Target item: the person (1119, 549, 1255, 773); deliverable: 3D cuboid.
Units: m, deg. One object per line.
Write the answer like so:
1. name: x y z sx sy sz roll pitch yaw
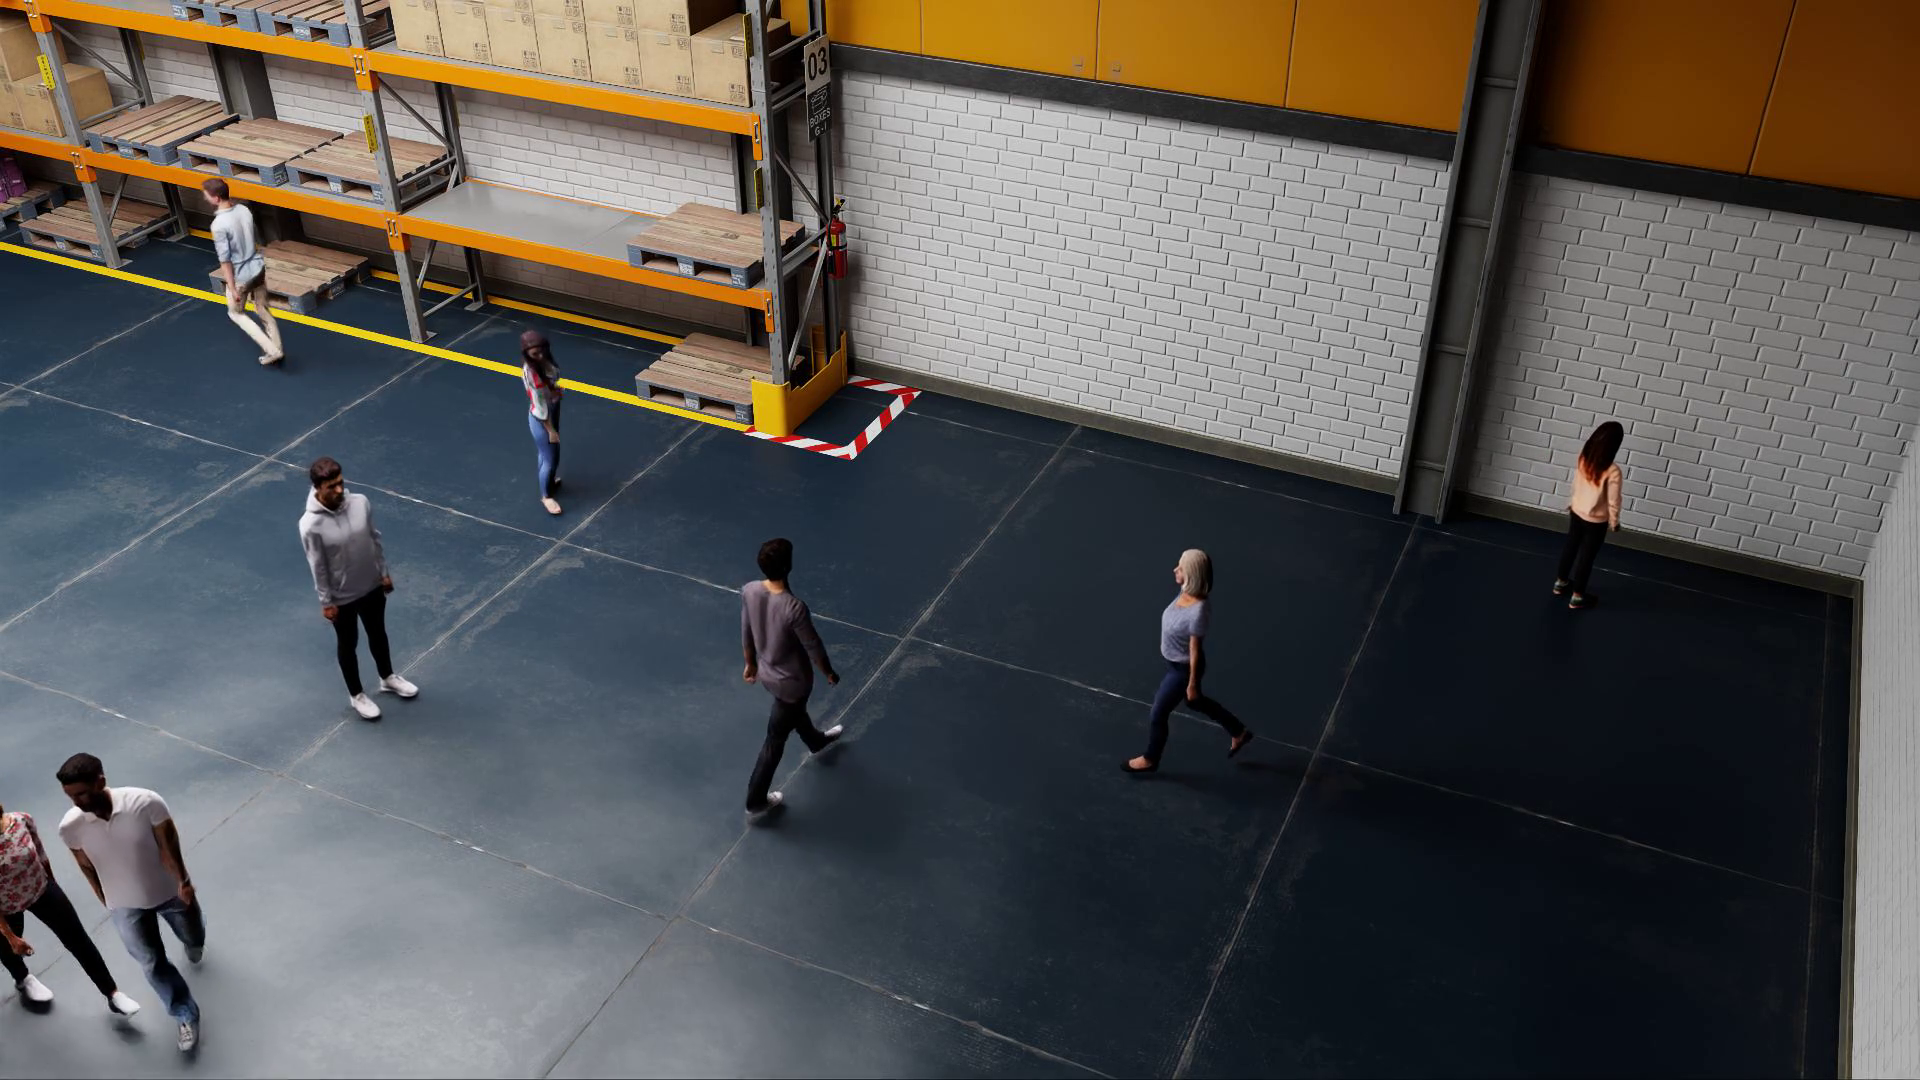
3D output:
1. person: 1.485 0.779 10.304 1.166 1.692 0.888 1 34 1

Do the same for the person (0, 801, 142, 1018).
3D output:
1. person: -4.985 1.888 8.732 1.094 1.583 0.672 19 38 26

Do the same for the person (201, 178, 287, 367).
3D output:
1. person: -6.311 -2.348 14.882 0.685 1.831 0.693 13 36 19

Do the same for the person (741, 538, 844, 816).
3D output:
1. person: -1.123 0.867 10.071 1.209 1.802 1.004 27 42 35

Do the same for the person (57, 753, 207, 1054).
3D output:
1. person: -4.238 1.772 8.689 1.097 1.825 1.172 -14 36 -19

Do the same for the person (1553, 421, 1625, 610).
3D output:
1. person: 4.529 -0.197 11.962 0.710 1.482 0.643 -12 36 -18

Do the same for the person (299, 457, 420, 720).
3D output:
1. person: -3.978 0.288 10.830 0.639 1.927 0.712 21 39 28

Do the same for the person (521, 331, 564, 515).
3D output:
1. person: -3.276 -0.986 13.046 0.733 1.595 0.799 -7 34 -10
